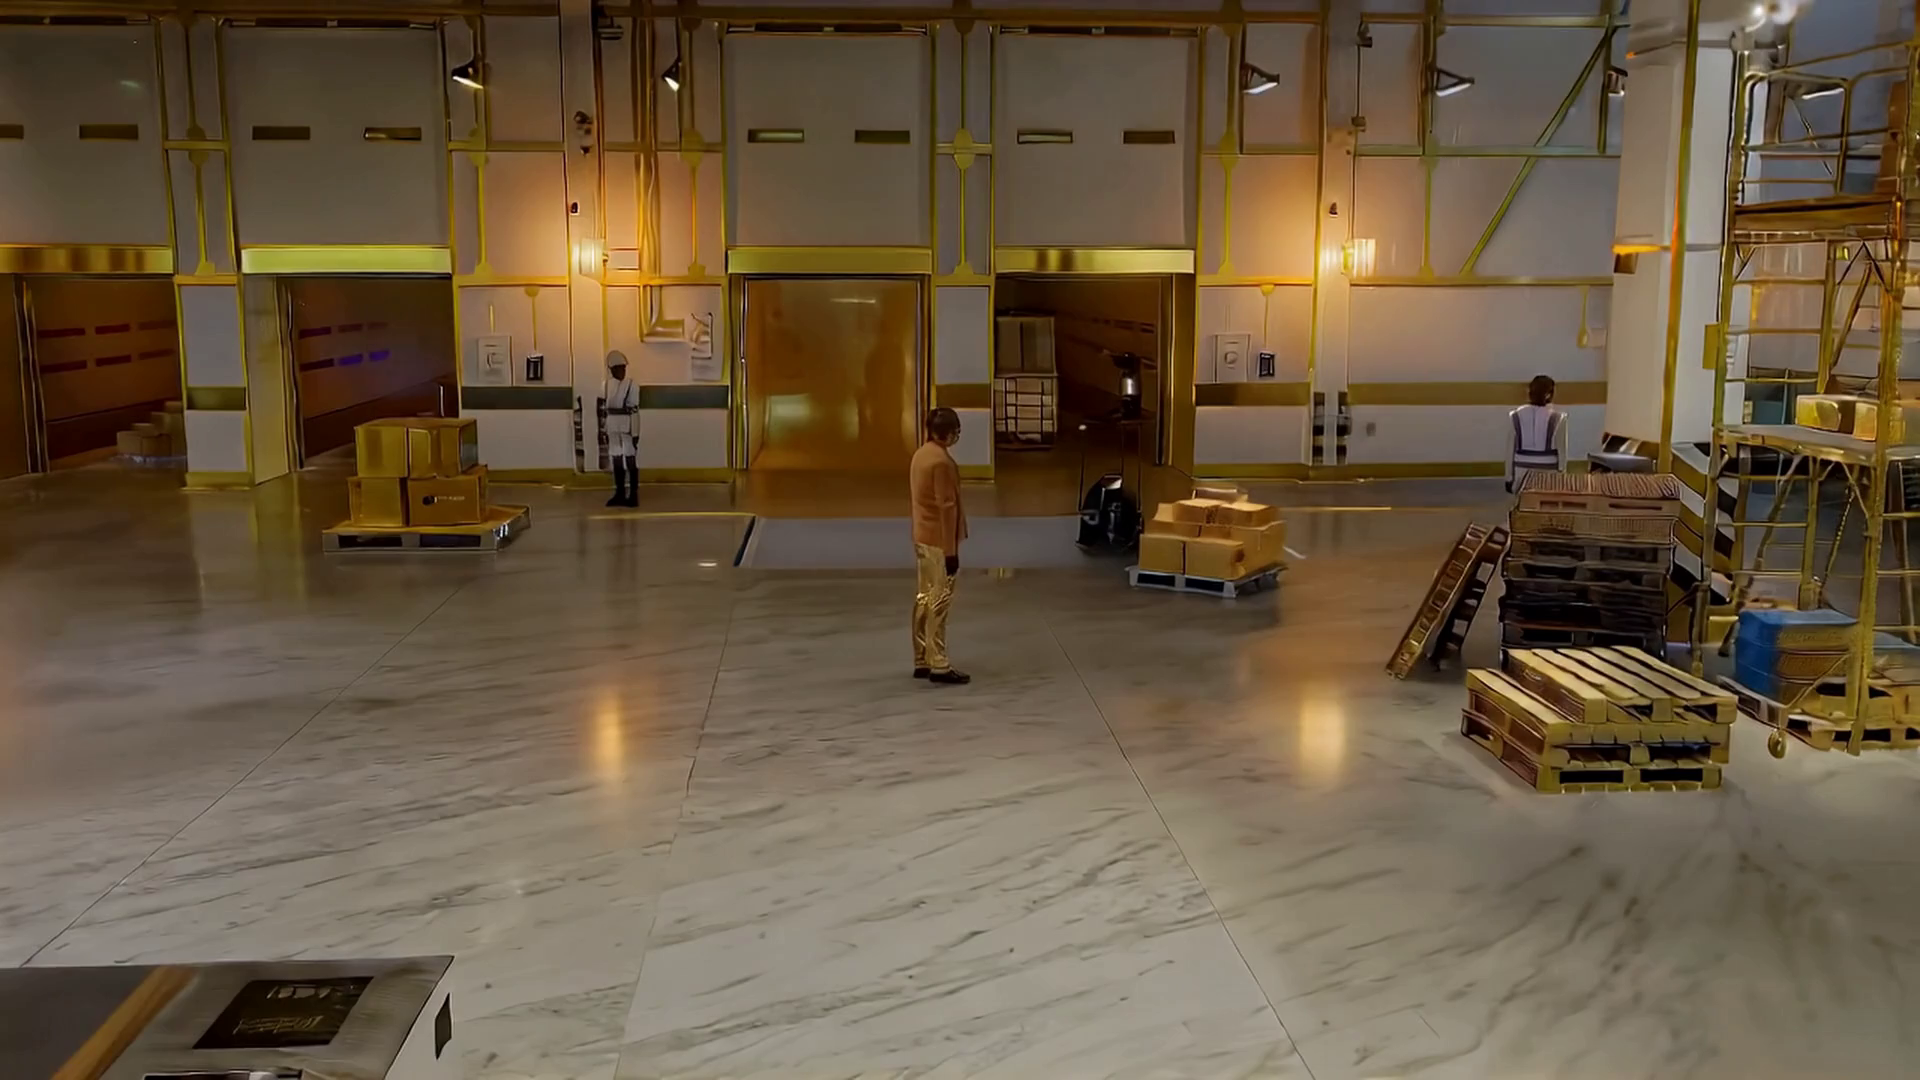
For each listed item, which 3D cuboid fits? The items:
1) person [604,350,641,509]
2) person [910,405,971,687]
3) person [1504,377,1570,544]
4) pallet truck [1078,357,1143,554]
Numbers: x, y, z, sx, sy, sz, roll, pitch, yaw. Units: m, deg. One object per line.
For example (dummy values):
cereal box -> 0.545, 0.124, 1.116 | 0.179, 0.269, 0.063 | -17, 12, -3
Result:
person -> -4.106, -1.338, 20.140 | 0.543, 1.929, 0.387 | 6, 11, 33
person -> -0.151, 0.038, 11.453 | 0.354, 1.938, 0.636 | -3, 10, -19
person -> 5.374, -0.579, 15.503 | 0.584, 1.882, 0.344 | 6, 11, 33
pallet truck -> 2.088, -0.836, 16.757 | 1.885, 1.965, 0.823 | 2, 9, 13
